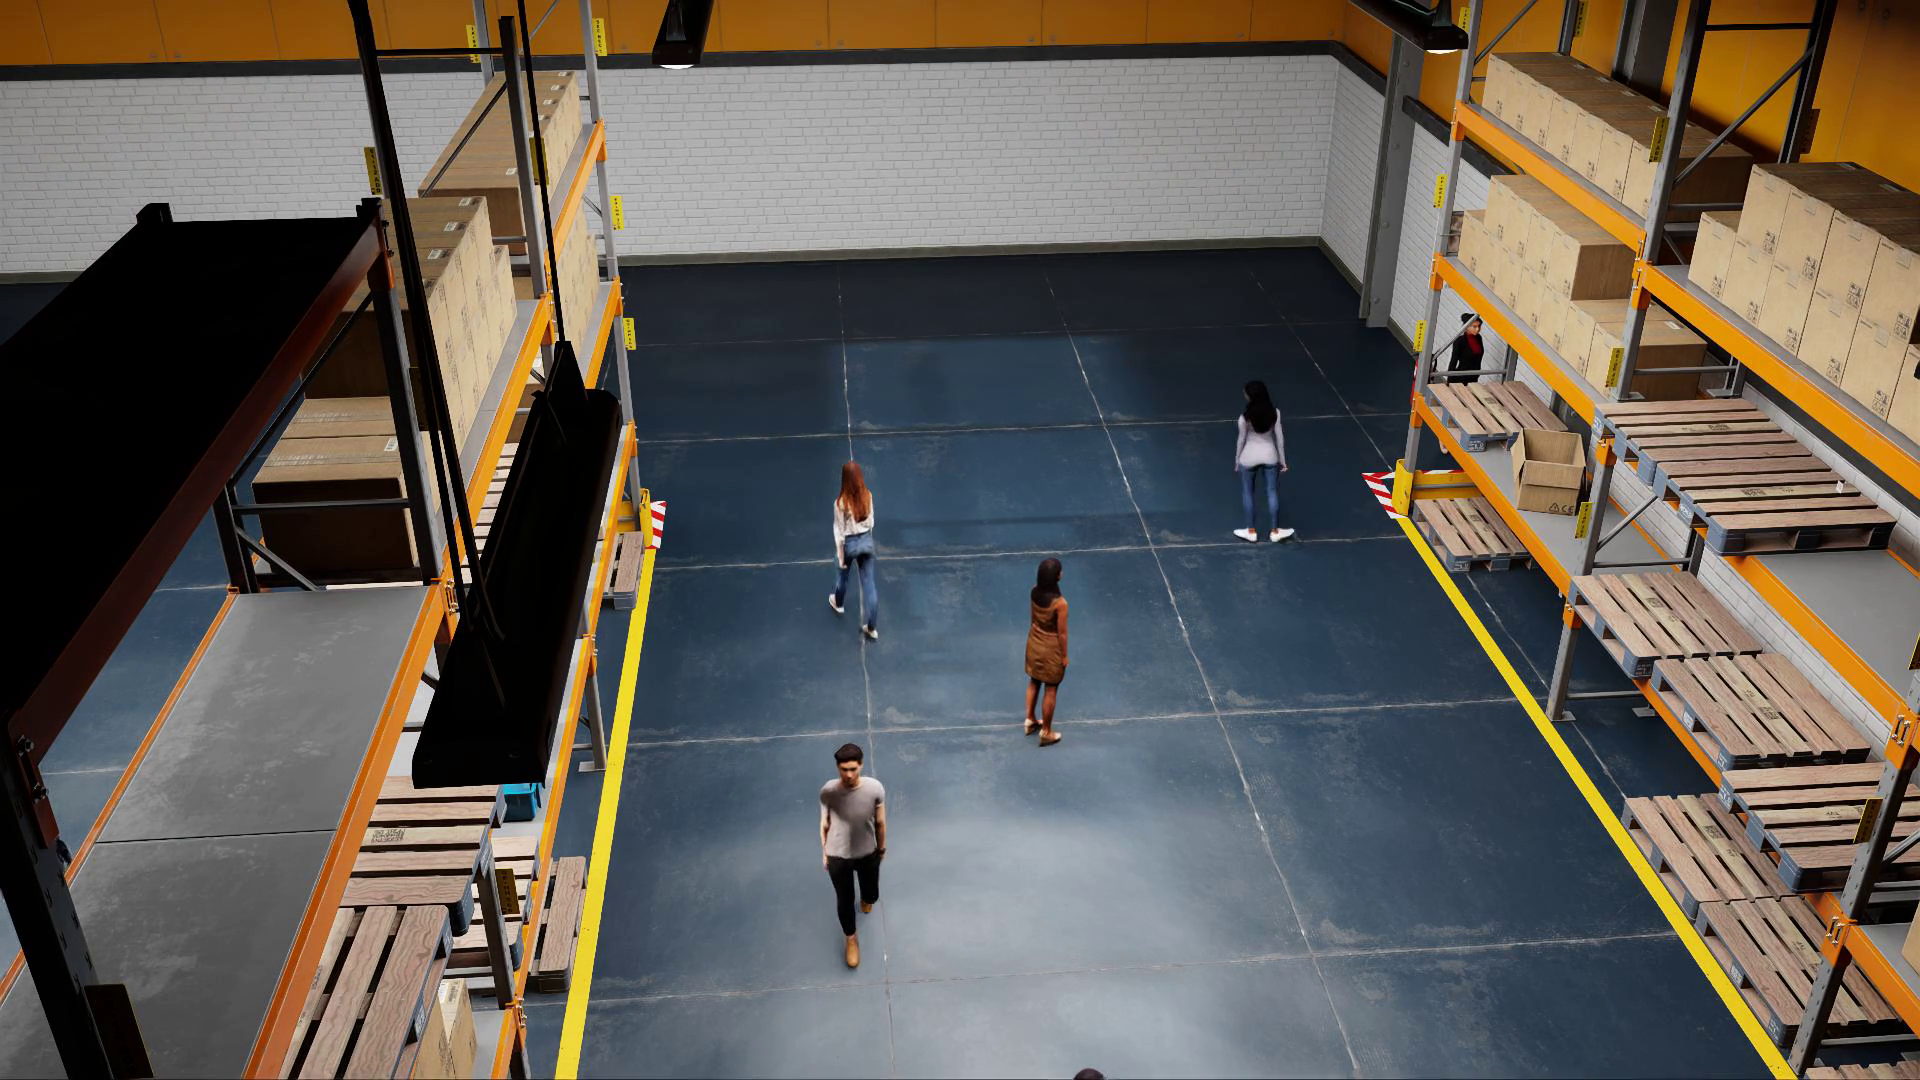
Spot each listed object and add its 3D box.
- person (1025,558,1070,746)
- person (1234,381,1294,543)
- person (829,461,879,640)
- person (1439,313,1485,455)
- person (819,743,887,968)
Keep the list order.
[{"bbox_3d":[0.713,0.907,13.684,0.706,1.684,0.614,-21,35,-33],"label":"person"},{"bbox_3d":[3.067,-0.767,16.720,0.818,1.716,0.581,2,29,3],"label":"person"},{"bbox_3d":[-0.902,0.119,15.116,0.836,1.697,1.106,-12,31,-21],"label":"person"},{"bbox_3d":[5.627,-1.758,18.616,0.656,1.639,0.707,-14,31,-23],"label":"person"},{"bbox_3d":[-0.736,2.095,11.483,0.600,1.707,0.879,-2,29,-3],"label":"person"}]
